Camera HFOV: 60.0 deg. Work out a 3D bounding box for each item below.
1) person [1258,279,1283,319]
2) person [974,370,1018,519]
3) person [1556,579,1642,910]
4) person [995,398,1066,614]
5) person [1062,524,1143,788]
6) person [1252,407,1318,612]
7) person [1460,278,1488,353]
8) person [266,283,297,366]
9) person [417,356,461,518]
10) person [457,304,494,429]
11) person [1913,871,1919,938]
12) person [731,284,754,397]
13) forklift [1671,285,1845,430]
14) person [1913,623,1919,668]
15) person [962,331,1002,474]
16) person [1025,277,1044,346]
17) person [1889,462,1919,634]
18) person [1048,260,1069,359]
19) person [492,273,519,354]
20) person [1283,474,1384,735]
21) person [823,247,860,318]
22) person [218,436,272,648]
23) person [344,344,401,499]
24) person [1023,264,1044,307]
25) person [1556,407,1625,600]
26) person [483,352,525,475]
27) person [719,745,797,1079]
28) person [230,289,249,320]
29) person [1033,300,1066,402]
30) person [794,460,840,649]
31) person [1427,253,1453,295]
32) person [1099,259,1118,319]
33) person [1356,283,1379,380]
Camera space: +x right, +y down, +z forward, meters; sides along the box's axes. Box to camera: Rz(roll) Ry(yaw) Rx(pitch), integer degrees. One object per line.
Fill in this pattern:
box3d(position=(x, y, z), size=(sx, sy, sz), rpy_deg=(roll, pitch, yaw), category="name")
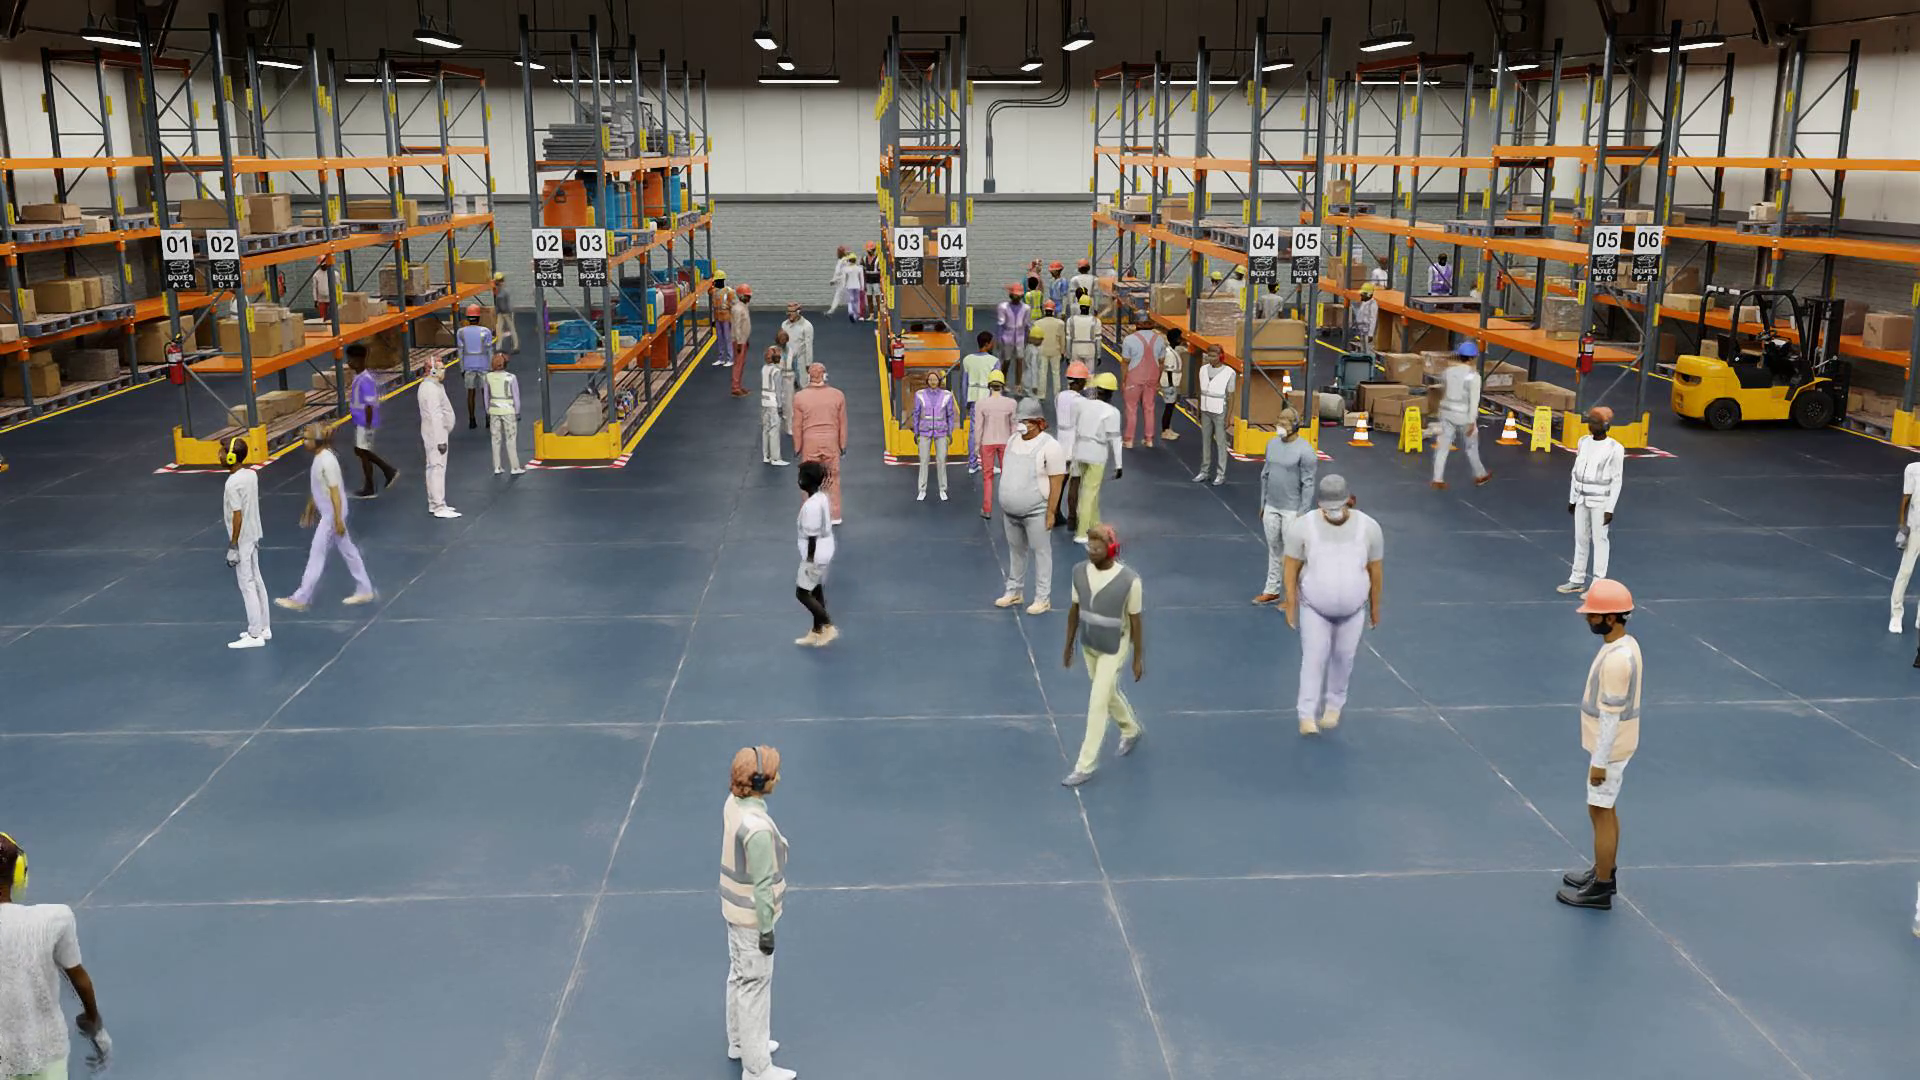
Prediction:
box3d(position=(5.944, -4.054, 31.807), size=(0.526, 1.869, 0.315), rpy_deg=(9, 16, 34), category="person")
box3d(position=(0.422, -1.125, 19.625), size=(0.532, 1.767, 0.328), rpy_deg=(-2, 13, -8), category="person")
box3d(position=(3.690, 1.168, 9.576), size=(0.392, 1.925, 0.548), rpy_deg=(6, 14, 23), category="person")
box3d(position=(0.619, -0.325, 15.646), size=(0.674, 2.000, 0.536), rpy_deg=(12, 18, 42), category="person")
box3d(position=(1.029, 0.747, 11.617), size=(0.583, 1.806, 0.952), rpy_deg=(13, 18, 43), category="person")
box3d(position=(3.072, -0.293, 15.727), size=(0.372, 1.940, 0.632), rpy_deg=(-9, 16, -34), category="person")
box3d(position=(11.035, -4.799, 35.585), size=(0.533, 1.571, 0.730), rpy_deg=(-8, 16, -31), category="person")
box3d(position=(-13.599, -4.260, 33.067), size=(0.519, 1.688, 0.927), rpy_deg=(5, 14, 20), category="person")
box3d(position=(-6.184, -1.222, 19.732), size=(0.402, 1.910, 0.638), rpy_deg=(-6, 15, -24), category="person")
box3d(position=(-7.530, -2.701, 25.932), size=(0.545, 1.938, 0.362), rpy_deg=(-1, 13, -5), category="person")
box3d(position=(5.546, 1.314, 9.068), size=(0.613, 1.880, 0.428), rpy_deg=(-2, 13, -8), category="person")
box3d(position=(-3.829, -3.516, 29.319), size=(0.451, 1.979, 0.626), rpy_deg=(1, 13, 3), category="person")
box3d(position=(12.503, -2.886, 26.166), size=(2.313, 2.155, 1.214), rpy_deg=(-1, 13, -3), category="forklift")
box3d(position=(8.203, 0.177, 13.736), size=(0.370, 1.939, 0.543), rpy_deg=(3, 14, 12), category="person")
box3d(position=(0.297, -1.838, 22.320), size=(0.597, 1.915, 0.369), rpy_deg=(10, 16, 35), category="person")
box3d(position=(1.520, -4.623, 34.587), size=(0.318, 1.699, 0.535), rpy_deg=(12, 18, 42), category="person")
box3d(position=(8.692, -0.071, 14.932), size=(0.520, 1.873, 0.333), rpy_deg=(3, 14, 12), category="person")
box3d(position=(2.009, -4.792, 34.601), size=(0.418, 2.034, 0.604), rpy_deg=(-7, 15, -29), category="person")
box3d(position=(-9.679, -4.769, 35.142), size=(0.656, 1.711, 0.765), rpy_deg=(12, 18, 42), category="person")
box3d(position=(2.784, 0.442, 12.395), size=(0.733, 2.000, 0.670), rpy_deg=(1, 13, 6), category="person")
box3d(position=(-3.044, -6.636, 42.845), size=(0.993, 1.826, 0.682), rpy_deg=(-3, 14, -13), category="person")
box3d(position=(-6.292, 0.013, 14.567), size=(0.328, 1.877, 0.513), rpy_deg=(-1, 13, -4), category="person")
box3d(position=(-7.379, -1.486, 20.752), size=(0.539, 1.952, 0.644), rpy_deg=(-6, 15, -24), category="person")
box3d(position=(1.680, -5.591, 38.637), size=(0.562, 1.727, 0.702), rpy_deg=(8, 16, 31), category="person")
box3d(position=(6.132, -0.360, 16.130), size=(0.355, 1.885, 0.575), rpy_deg=(-6, 15, -24), category="person")
box3d(position=(-6.115, -1.683, 22.253), size=(0.513, 1.642, 0.313), rpy_deg=(3, 14, 14), category="person")
box3d(position=(-0.962, 1.742, 7.768), size=(0.311, 1.631, 0.504), rpy_deg=(-5, 14, -19), category="person")
box3d(position=(-13.880, -4.117, 32.138), size=(0.390, 1.840, 0.565), rpy_deg=(-11, 17, -39), category="person")
box3d(position=(1.533, -3.244, 28.621), size=(0.563, 1.753, 0.335), rpy_deg=(1, 13, 3), category="person")
box3d(position=(-1.265, 0.134, 14.453), size=(0.342, 1.689, 0.548), rpy_deg=(1, 13, 5), category="person")
box3d(position=(11.543, -5.969, 39.980), size=(0.621, 1.845, 0.429), rpy_deg=(-2, 13, -7), category="person")
box3d(position=(3.687, -6.054, 40.646), size=(0.716, 1.704, 0.636), rpy_deg=(-1, 13, -4), category="person")
box3d(position=(7.679, -3.936, 31.421), size=(0.405, 1.824, 0.593), rpy_deg=(-2, 13, -7), category="person")
